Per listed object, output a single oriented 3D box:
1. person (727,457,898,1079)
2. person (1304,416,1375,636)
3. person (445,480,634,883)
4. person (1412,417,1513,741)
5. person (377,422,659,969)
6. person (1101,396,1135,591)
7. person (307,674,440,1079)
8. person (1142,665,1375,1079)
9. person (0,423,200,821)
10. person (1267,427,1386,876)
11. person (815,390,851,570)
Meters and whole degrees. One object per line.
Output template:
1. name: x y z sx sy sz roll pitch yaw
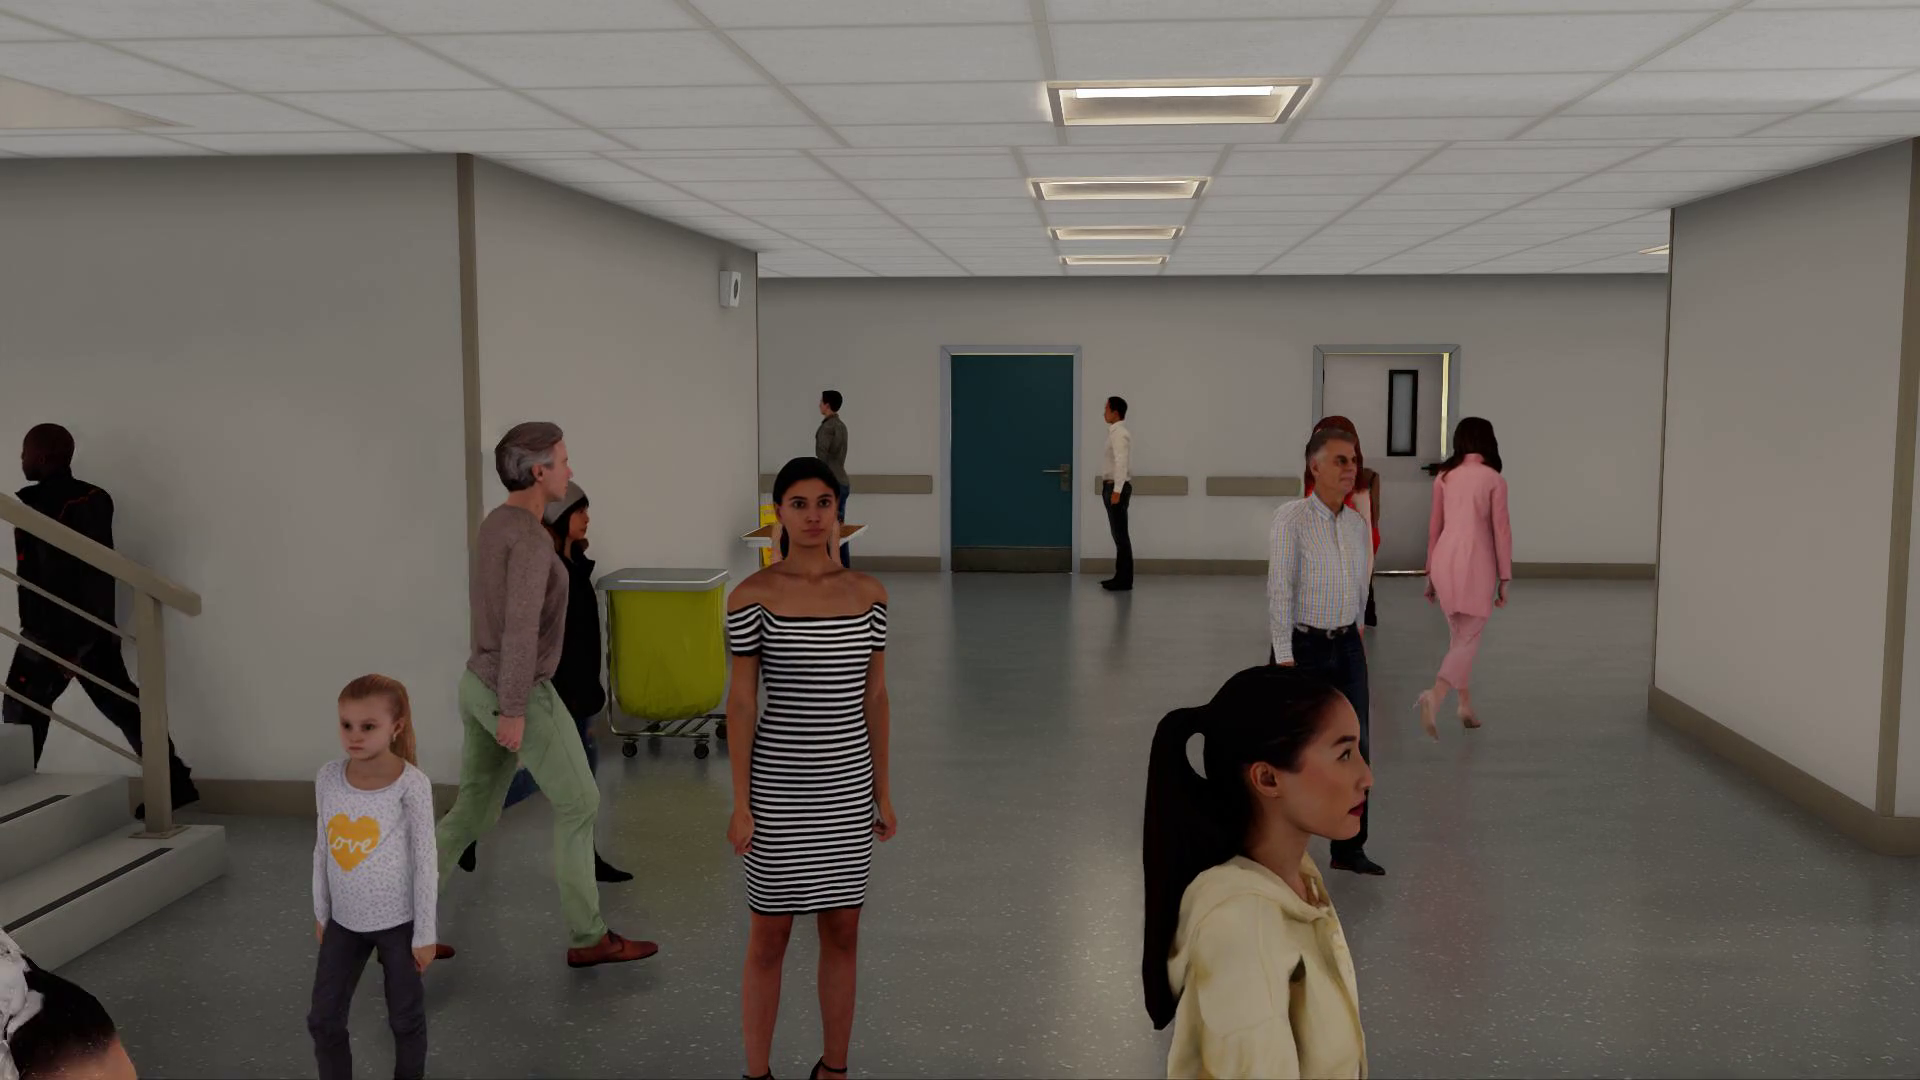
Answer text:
1. person: -0.394 0.687 4.328 0.625 1.822 0.742 -3 6 -24
2. person: 1.794 0.313 8.019 0.699 1.827 0.670 -4 7 -32
3. person: -1.651 0.573 6.491 0.930 1.616 0.626 1 6 5
4. person: 2.692 0.244 9.024 1.155 1.762 1.124 5 8 42
5. person: -1.546 0.571 5.476 1.235 1.823 1.099 -4 7 -32
6. person: 1.493 -0.443 15.621 0.517 1.809 0.661 1 6 6
7. person: -1.487 0.968 4.324 0.584 1.264 0.586 1 6 7
8. person: 0.413 0.981 2.363 0.552 1.630 0.656 1 6 10
9. person: -3.789 0.407 7.307 1.292 1.783 0.804 0 6 0
10. person: 1.410 0.449 6.850 1.178 1.791 1.040 -2 6 -20
11. person: -1.226 -0.527 16.192 0.646 1.863 0.725 2 6 15
